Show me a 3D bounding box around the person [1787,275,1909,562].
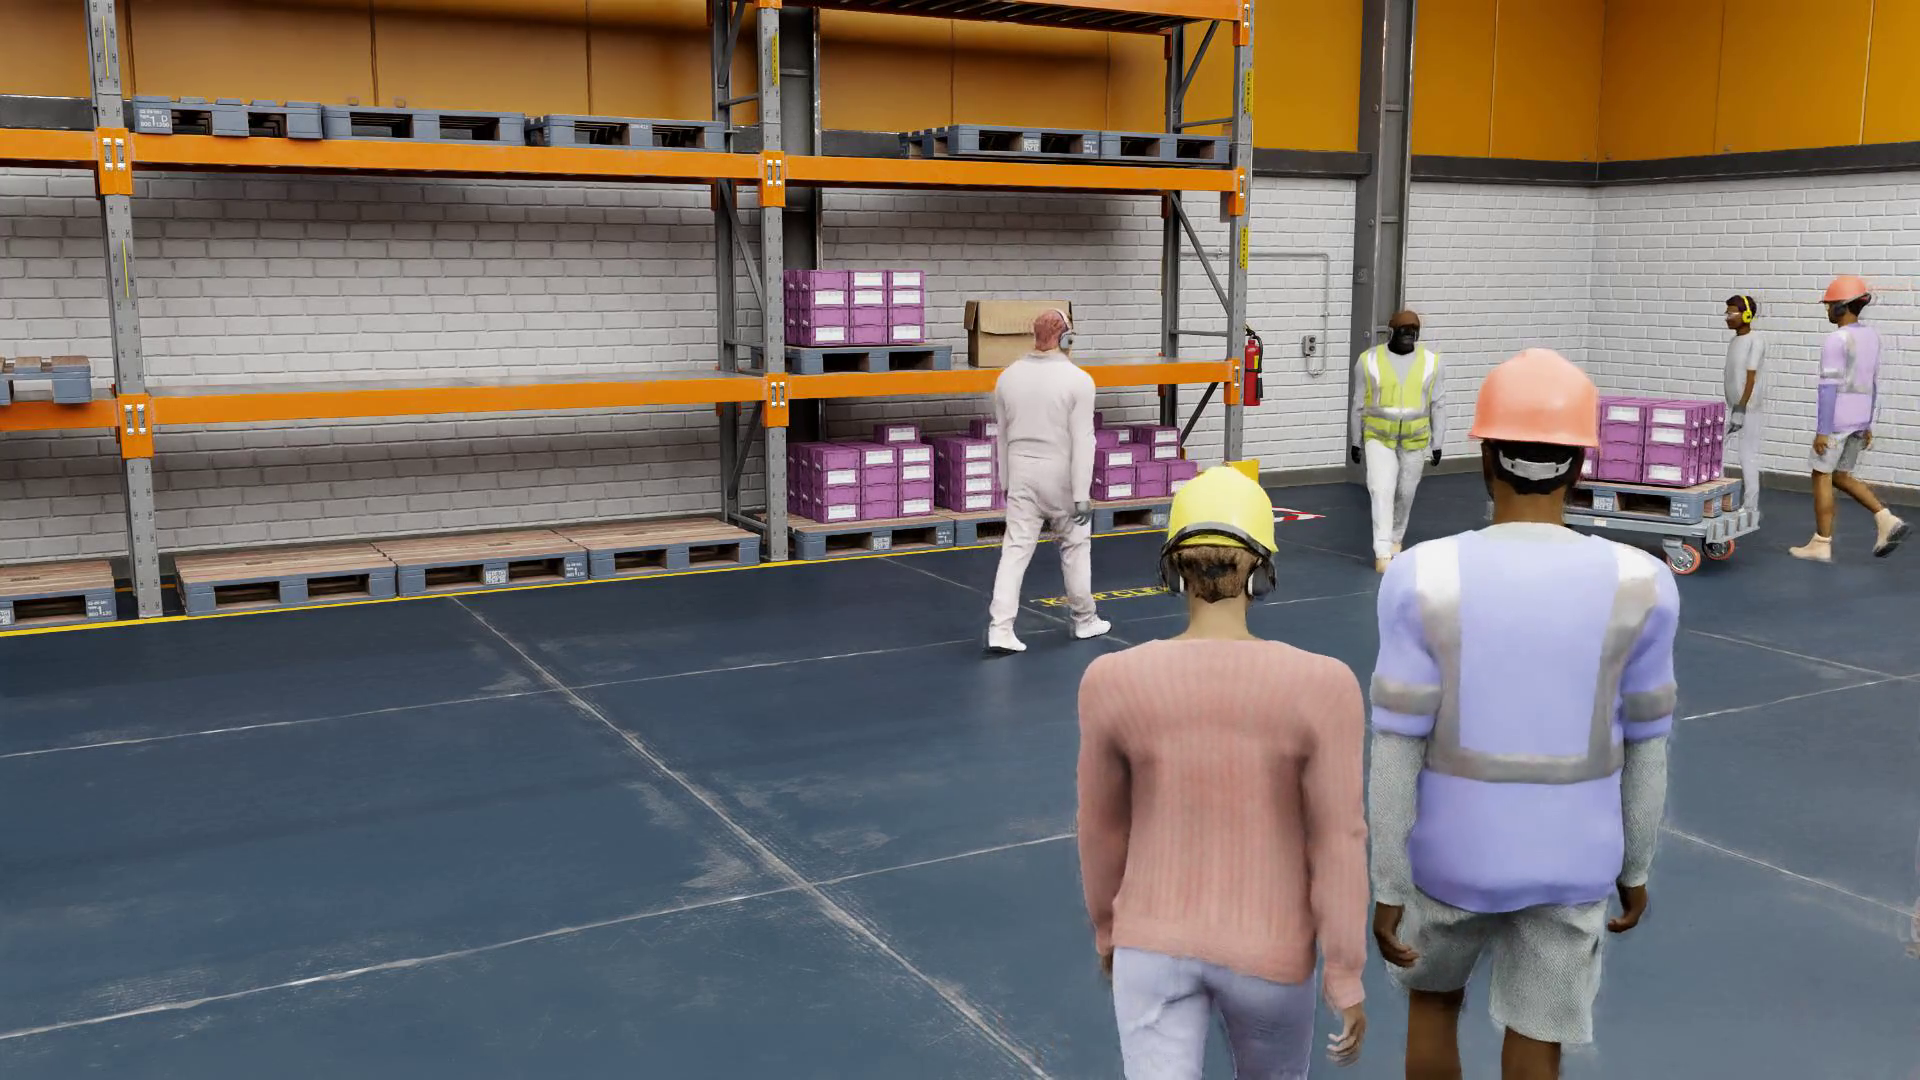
[{"bbox_3d":[6.196,-0.820,11.544,0.608,2.026,0.661,-6,11,-34],"label":"person"}]

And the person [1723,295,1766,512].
[{"bbox_3d":[6.233,-1.047,13.487,0.711,1.842,0.513,-1,9,-5],"label":"person"}]

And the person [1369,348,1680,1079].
[{"bbox_3d":[1.067,0.593,3.226,0.559,1.914,0.582,2,10,12],"label":"person"}]

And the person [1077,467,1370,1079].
[{"bbox_3d":[0.479,0.721,3.073,0.539,1.699,0.954,3,10,15],"label":"person"}]

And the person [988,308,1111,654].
[{"bbox_3d":[0.473,-0.319,8.998,0.659,1.860,0.980,7,11,35],"label":"person"}]

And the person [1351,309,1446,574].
[{"bbox_3d":[3.039,-0.712,11.579,0.631,1.805,0.923,1,9,6],"label":"person"}]
